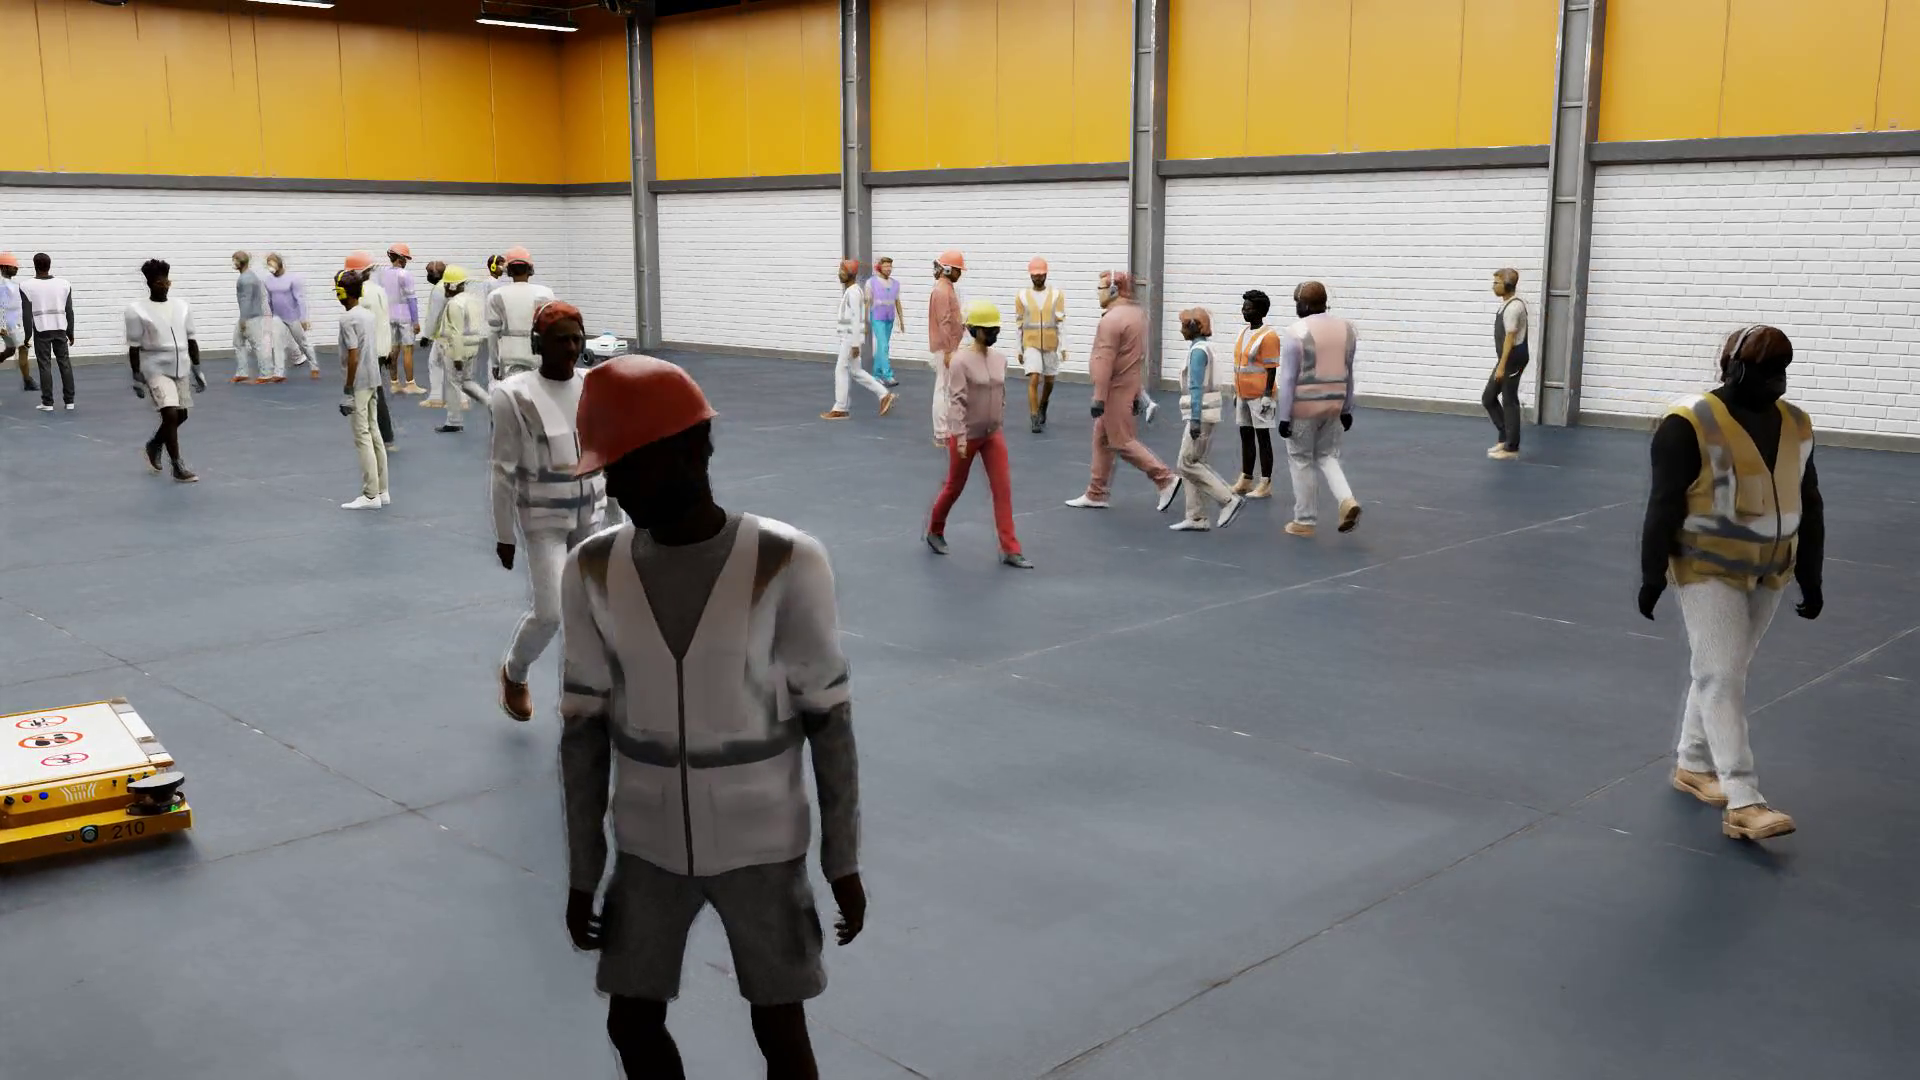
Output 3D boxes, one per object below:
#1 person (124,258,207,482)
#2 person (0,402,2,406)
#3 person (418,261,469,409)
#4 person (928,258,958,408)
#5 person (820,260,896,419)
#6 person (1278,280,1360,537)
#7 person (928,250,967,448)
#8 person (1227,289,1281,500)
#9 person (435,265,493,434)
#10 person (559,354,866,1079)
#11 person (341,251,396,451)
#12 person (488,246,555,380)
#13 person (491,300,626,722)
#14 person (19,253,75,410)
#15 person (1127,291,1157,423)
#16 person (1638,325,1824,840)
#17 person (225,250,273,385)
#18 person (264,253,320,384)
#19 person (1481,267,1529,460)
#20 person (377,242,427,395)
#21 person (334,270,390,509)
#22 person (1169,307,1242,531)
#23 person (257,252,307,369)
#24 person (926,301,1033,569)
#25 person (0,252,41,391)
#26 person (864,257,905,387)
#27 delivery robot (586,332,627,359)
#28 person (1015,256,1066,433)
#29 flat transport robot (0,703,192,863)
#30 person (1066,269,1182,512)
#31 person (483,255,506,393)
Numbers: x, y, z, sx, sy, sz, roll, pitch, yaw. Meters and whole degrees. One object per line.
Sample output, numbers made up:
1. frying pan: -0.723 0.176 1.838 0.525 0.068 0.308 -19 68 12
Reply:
1. person: -6.993 -1.491 14.557 0.860 1.942 0.609 6 12 31
2. person: -12.199 -2.643 20.558 0.536 2.000 0.688 4 11 19
3. person: -6.410 -2.497 20.364 0.764 1.810 0.647 -2 11 -8
4. person: -0.205 -2.544 20.519 0.397 1.854 0.559 0 10 -2
5. person: -1.186 -2.324 19.333 0.826 1.859 0.582 -1 10 -4
6. person: 2.495 -0.896 11.631 0.641 1.823 0.543 -5 12 -26
7. person: -0.122 -1.927 16.805 0.391 1.986 0.609 0 10 -2
8. person: 2.387 -1.180 13.517 0.318 1.696 0.537 -5 11 -24
9. person: -5.319 -2.039 17.873 0.677 1.817 0.603 1 10 4
10. person: -0.477 0.596 3.294 0.618 1.902 0.447 1 10 8
11. person: -5.879 -1.856 16.446 0.601 1.968 0.645 1 10 6
12. person: -3.974 -1.667 15.258 0.645 2.026 0.690 -1 10 -4
13. person: -1.716 -0.079 7.050 0.486 1.873 0.590 10 14 42
14. person: -11.141 -2.543 20.347 0.392 1.919 0.591 9 14 41
15. person: 1.878 -2.020 18.323 0.550 1.607 0.557 10 14 43
16. person: 2.856 0.152 5.952 0.656 1.805 0.840 -3 11 -16
17. person: -10.188 -3.134 23.577 0.781 1.910 0.662 -4 11 -22
18. person: -9.765 -3.240 24.291 0.673 1.883 1.052 3 11 14
19. person: 5.178 -1.662 15.783 0.420 1.828 0.520 1 10 7
20. person: -7.459 -2.947 22.237 0.605 2.034 0.389 5 12 25
21. person: -4.703 -1.168 13.000 0.329 1.864 0.513 1 10 4
22. person: 1.761 -0.857 11.939 0.425 1.619 0.536 2 11 11
23. person: -10.987 -3.702 26.832 0.663 1.852 1.038 2 11 10
24. person: 0.094 -0.702 10.876 0.531 1.725 0.931 -8 13 -38
25. person: -13.081 -2.974 22.750 0.871 1.912 0.549 -3 11 -18
26. person: -1.002 -3.060 23.422 0.606 1.813 0.854 -9 14 -41
27. delivery robot: -5.785 -3.172 27.238 0.707 0.478 0.477 7 13 34
28. person: 0.874 -2.153 18.252 0.545 1.915 0.833 -1 10 -3
29. flat transport robot: -3.396 0.863 6.268 0.652 0.197 1.431 -7 13 -35
30. person: 1.272 -1.143 12.833 0.858 1.881 0.645 3 11 15
31. person: -6.255 -2.902 22.470 0.327 1.859 0.519 -4 11 -23
